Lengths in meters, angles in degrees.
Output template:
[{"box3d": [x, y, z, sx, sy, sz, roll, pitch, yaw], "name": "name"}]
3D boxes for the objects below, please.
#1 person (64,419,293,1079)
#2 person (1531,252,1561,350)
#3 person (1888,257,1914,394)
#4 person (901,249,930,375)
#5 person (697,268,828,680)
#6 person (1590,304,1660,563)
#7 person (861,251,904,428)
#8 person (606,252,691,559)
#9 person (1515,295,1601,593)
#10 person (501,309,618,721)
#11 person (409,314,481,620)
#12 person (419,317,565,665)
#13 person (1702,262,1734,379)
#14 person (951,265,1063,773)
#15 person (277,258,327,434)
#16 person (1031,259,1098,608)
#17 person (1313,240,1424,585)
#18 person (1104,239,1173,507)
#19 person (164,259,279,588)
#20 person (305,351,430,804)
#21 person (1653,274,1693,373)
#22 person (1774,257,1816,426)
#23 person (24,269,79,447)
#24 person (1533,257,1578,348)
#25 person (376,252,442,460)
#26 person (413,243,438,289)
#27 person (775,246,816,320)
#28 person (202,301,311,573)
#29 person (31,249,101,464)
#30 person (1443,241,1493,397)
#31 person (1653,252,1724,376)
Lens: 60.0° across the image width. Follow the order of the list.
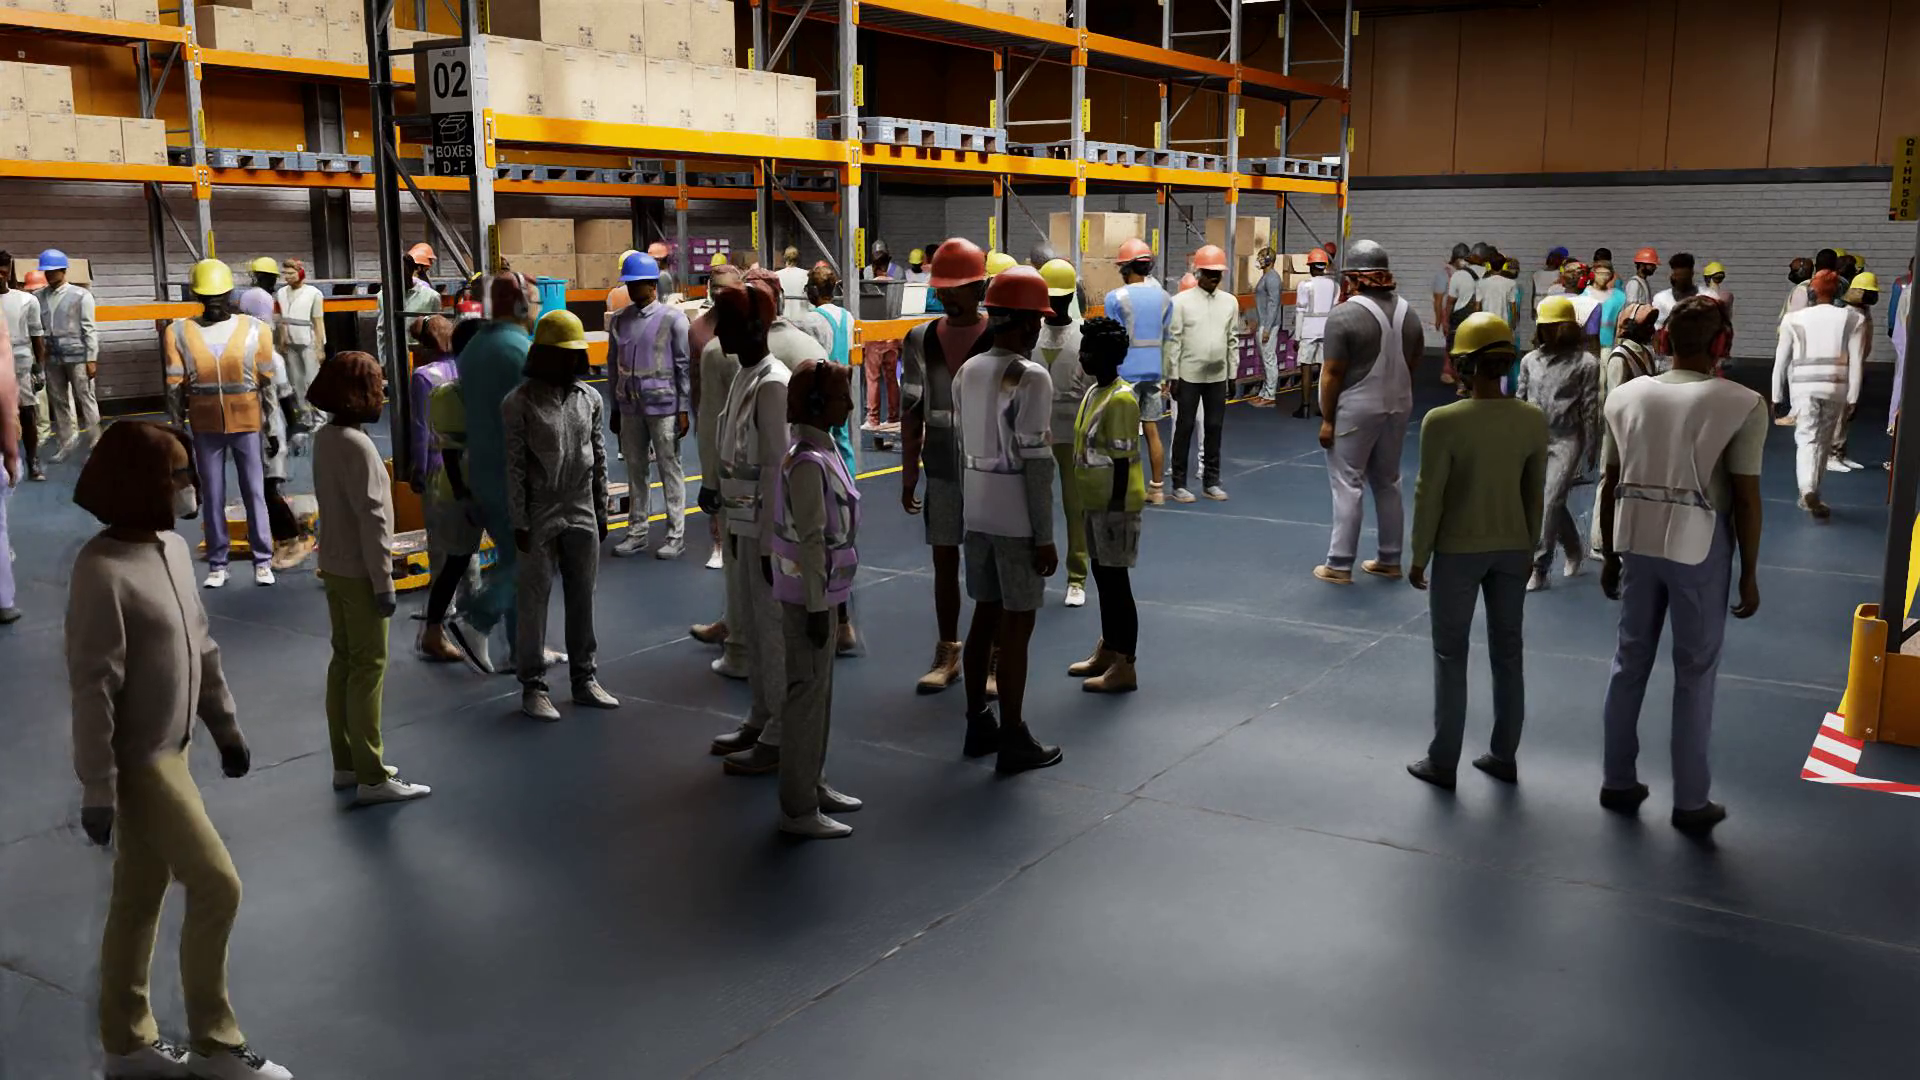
[{"box3d": [-1.809, 0.518, 3.917, 0.602, 1.609, 0.522, -1, 10, -8], "name": "person"}, {"box3d": [9.259, -3.607, 26.199, 0.398, 1.832, 0.580, -10, 14, -44], "name": "person"}, {"box3d": [12.482, -2.805, 21.762, 0.634, 1.836, 0.431, 2, 11, 13], "name": "person"}, {"box3d": [-0.684, -3.401, 24.925, 0.623, 1.886, 0.684, 1, 10, 7], "name": "person"}, {"box3d": [-0.921, -0.304, 7.734, 0.651, 1.897, 0.395, -6, 12, -31], "name": "person"}, {"box3d": [4.192, -0.666, 10.462, 0.315, 1.629, 0.509, 9, 14, 41], "name": "person"}, {"box3d": [-0.816, -2.115, 17.737, 0.599, 1.908, 0.397, -9, 14, -41], "name": "person"}, {"box3d": [-1.980, -0.845, 10.571, 0.612, 1.946, 0.405, 4, 11, 23], "name": "person"}, {"box3d": [3.516, -0.576, 9.740, 0.815, 1.712, 0.491, -8, 13, -38], "name": "person"}, {"box3d": [-1.686, -0.104, 7.062, 0.320, 1.737, 0.483, 10, 14, 44], "name": "person"}, {"box3d": [-2.763, -0.389, 8.927, 0.318, 1.631, 0.520, 3, 11, 14], "name": "person"}, {"box3d": [-2.285, -0.223, 7.889, 0.736, 1.668, 0.546, 5, 11, 24], "name": "person"}, {"box3d": [8.673, -2.319, 19.246, 0.533, 1.767, 0.326, -4, 11, -19], "name": "person"}, {"box3d": [0.201, -0.080, 6.394, 0.386, 1.929, 0.543, -7, 12, -33], "name": "person"}, {"box3d": [-6.867, -2.022, 17.416, 0.566, 1.834, 0.396, 5, 11, 26], "name": "person"}, {"box3d": [0.532, -0.583, 9.211, 0.585, 1.918, 0.395, 4, 11, 19], "name": "person"}, {"box3d": [2.389, -0.770, 9.897, 0.690, 2.000, 0.541, -5, 12, -27], "name": "person"}, {"box3d": [1.311, -1.246, 12.574, 0.608, 2.032, 0.428, -6, 12, -30], "name": "person"}, {"box3d": [-4.281, -0.668, 9.691, 0.589, 1.915, 0.400, -4, 11, -19], "name": "person"}, {"box3d": [-2.168, 0.134, 6.019, 0.289, 1.632, 0.497, -8, 13, -38], "name": "person"}, {"box3d": [7.767, -2.073, 18.066, 0.540, 1.697, 0.317, 0, 10, -2], "name": "person"}, {"box3d": [9.181, -2.166, 18.222, 0.430, 1.836, 0.627, 8, 13, 38], "name": "person"}, {"box3d": [-8.955, -1.774, 16.296, 0.576, 1.738, 0.354, -3, 11, -17], "name": "person"}, {"box3d": [7.053, -2.374, 19.406, 0.546, 1.828, 0.951, -2, 10, -13], "name": "person"}, {"box3d": [-4.937, -1.625, 14.974, 0.595, 1.917, 0.373, 1, 10, 4], "name": "person"}, {"box3d": [-6.514, -2.599, 20.198, 0.411, 1.986, 0.623, 0, 10, 1], "name": "person"}, {"box3d": [-2.099, -2.712, 20.940, 0.628, 1.940, 0.373, -2, 10, -9], "name": "person"}, {"box3d": [-4.277, -0.617, 10.086, 0.563, 1.656, 0.464, 3, 11, 18], "name": "person"}, {"box3d": [-8.101, -1.647, 15.039, 0.605, 1.939, 0.410, 1, 10, 5], "name": "person"}, {"box3d": [6.572, -2.854, 21.443, 0.708, 2.000, 0.546, -2, 10, -10], "name": "person"}, {"box3d": [6.937, -1.778, 15.837, 0.616, 1.920, 0.887, 9, 14, 42], "name": "person"}]
